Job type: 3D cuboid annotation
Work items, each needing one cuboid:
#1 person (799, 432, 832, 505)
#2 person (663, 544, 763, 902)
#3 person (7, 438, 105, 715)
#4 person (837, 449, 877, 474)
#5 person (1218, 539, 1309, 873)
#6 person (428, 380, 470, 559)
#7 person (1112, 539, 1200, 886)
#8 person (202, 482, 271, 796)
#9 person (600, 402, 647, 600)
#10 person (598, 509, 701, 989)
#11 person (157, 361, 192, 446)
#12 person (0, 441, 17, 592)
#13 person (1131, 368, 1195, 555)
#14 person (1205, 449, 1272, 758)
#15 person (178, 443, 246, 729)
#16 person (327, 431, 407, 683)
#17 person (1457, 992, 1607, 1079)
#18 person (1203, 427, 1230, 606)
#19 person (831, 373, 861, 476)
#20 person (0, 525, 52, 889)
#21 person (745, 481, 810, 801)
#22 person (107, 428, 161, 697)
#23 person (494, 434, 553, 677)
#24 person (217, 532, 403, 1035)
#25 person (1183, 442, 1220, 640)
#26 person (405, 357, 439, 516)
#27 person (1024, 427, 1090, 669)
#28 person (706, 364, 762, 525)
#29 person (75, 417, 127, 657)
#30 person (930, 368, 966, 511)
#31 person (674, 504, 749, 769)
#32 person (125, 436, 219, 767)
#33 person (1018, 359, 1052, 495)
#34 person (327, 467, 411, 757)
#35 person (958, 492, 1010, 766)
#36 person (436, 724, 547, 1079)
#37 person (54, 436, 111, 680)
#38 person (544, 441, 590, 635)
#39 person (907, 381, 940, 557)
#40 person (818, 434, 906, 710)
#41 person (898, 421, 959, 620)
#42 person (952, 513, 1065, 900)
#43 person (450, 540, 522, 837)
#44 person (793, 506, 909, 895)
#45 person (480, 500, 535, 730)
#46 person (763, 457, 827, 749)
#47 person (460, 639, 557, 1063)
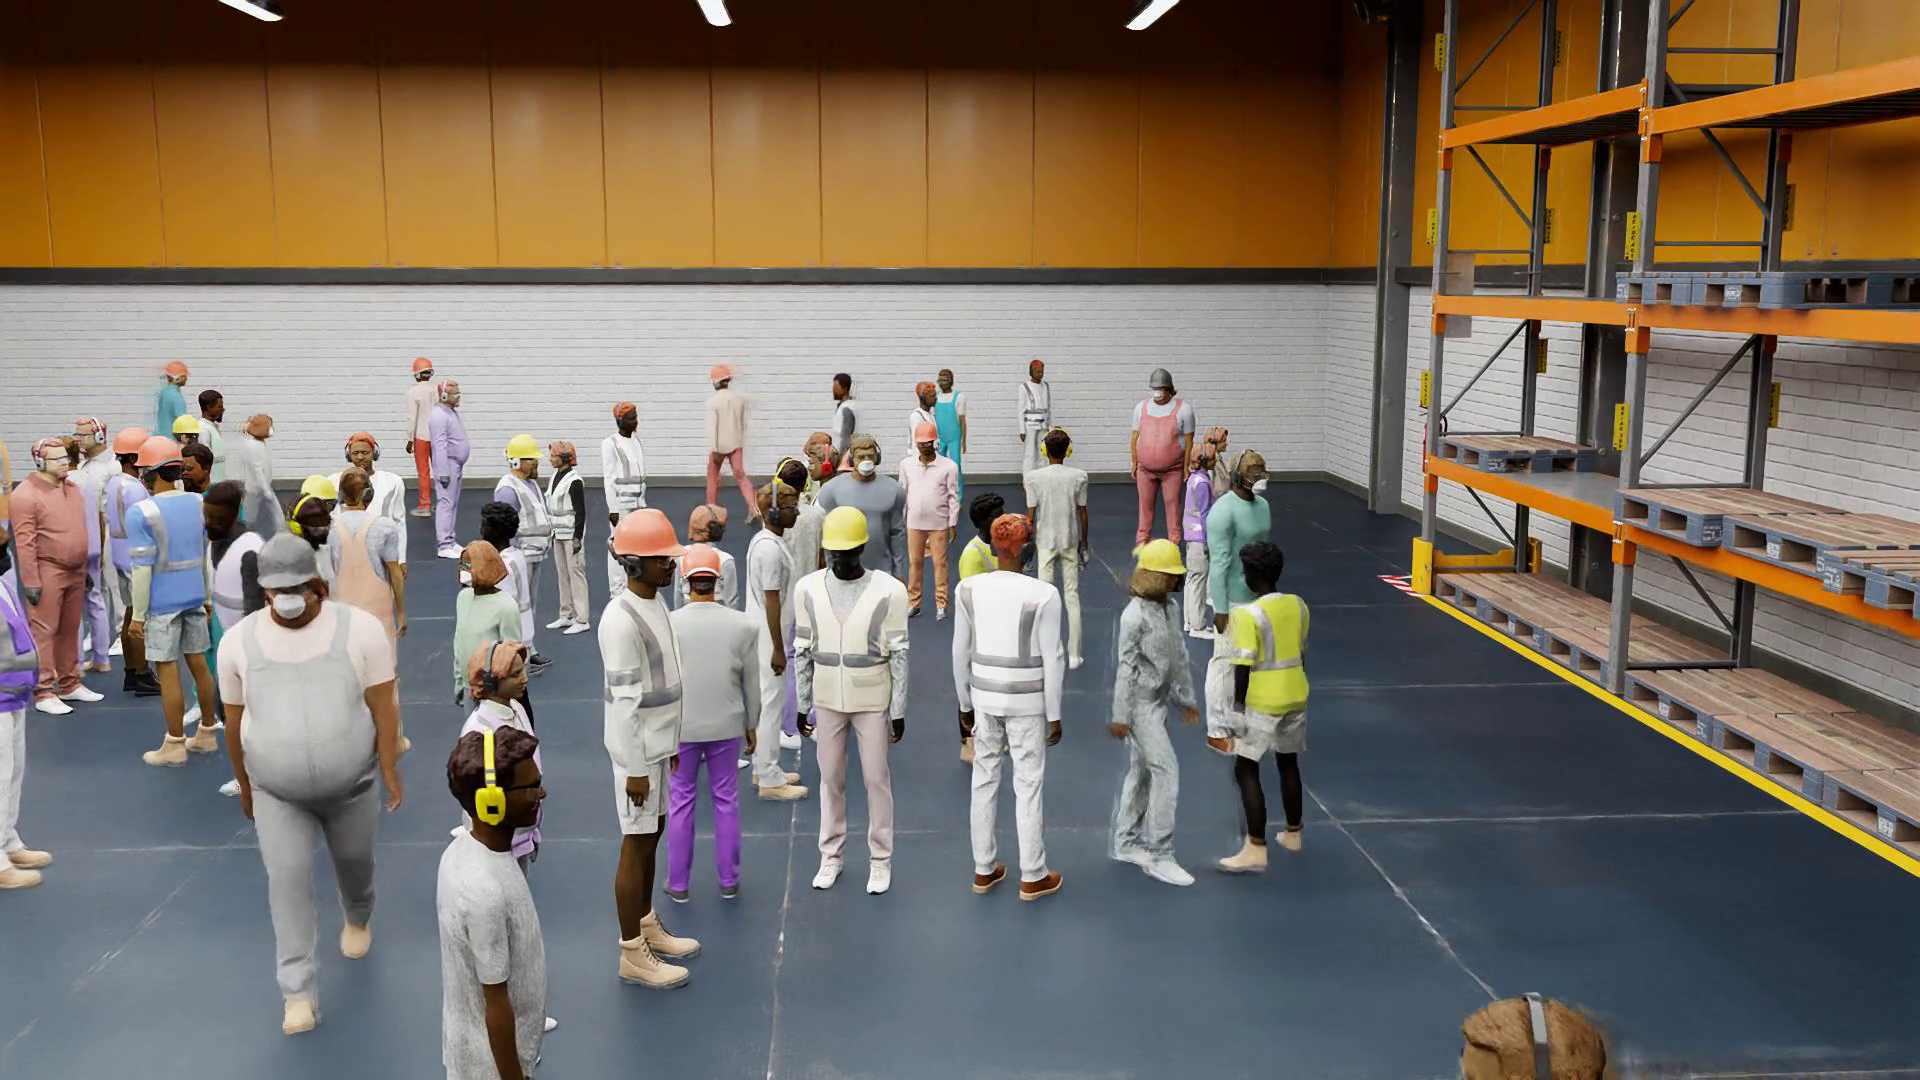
[{"bbox_3d":[-1.285,-0.166,15.011,0.278,1.628,0.506,6,11,31],"label":"person"},{"bbox_3d":[-1.243,0.884,8.062,0.577,1.737,0.355,-3,10,-19],"label":"person"},{"bbox_3d":[-6.268,0.238,11.580,0.399,1.910,0.643,1,9,7],"label":"person"},{"bbox_3d":[-0.754,0.192,12.344,0.327,1.753,0.563,-1,9,-3],"label":"person"},{"bbox_3d":[1.579,0.842,8.538,0.682,1.681,0.399,-8,12,-40],"label":"person"},{"bbox_3d":[-5.460,-0.762,17.861,0.401,1.907,0.646,-1,9,-5],"label":"person"},{"bbox_3d":[1.039,0.849,8.337,0.656,1.723,0.489,5,10,30],"label":"person"},{"bbox_3d":[-4.038,0.581,9.522,0.610,1.874,0.554,8,12,42],"label":"person"},{"bbox_3d":[-3.028,-0.314,15.128,0.355,1.883,0.574,3,10,19],"label":"person"},{"bbox_3d":[-1.327,0.878,7.137,0.372,2.044,0.607,0,9,1],"label":"person"},{"bbox_3d":[-9.603,-1.228,20.574,0.648,1.969,0.663,-8,12,-42],"label":"person"},{"bbox_3d":[-8.425,-0.231,14.461,0.371,1.929,0.584,-5,10,-28],"label":"person"},{"bbox_3d":[2.147,-0.829,17.862,0.688,2.000,0.536,4,10,21],"label":"person"},{"bbox_3d":[1.773,0.388,10.542,0.352,1.937,0.635,7,11,36],"label":"person"},{"bbox_3d":[-5.033,0.302,11.145,0.596,1.918,0.381,3,9,17],"label":"person"},{"bbox_3d":[-4.375,0.141,12.268,0.572,1.883,0.354,-3,10,-19],"label":"person"},{"bbox_3d":[1.097,1.667,2.904,0.719,1.827,0.502,3,9,15],"label":"person"},{"bbox_3d":[2.326,-0.221,15.299,0.309,1.641,0.512,3,9,17],"label":"person"},{"bbox_3d":[-1.341,-0.978,19.245,0.448,1.901,0.594,-2,9,-12],"label":"person"},{"bbox_3d":[-4.797,0.808,8.251,0.430,1.834,0.643,-3,9,-17],"label":"person"},{"bbox_3d":[-1.075,0.578,9.643,0.348,1.846,0.506,-2,9,-11],"label":"person"},{"bbox_3d":[-5.906,0.158,11.988,0.357,1.936,0.551,-8,12,-41],"label":"person"},{"bbox_3d":[-3.302,0.108,12.632,0.404,1.829,0.600,0,9,2],"label":"person"},{"bbox_3d":[-2.710,0.906,6.970,0.703,2.000,0.948,-3,10,-19],"label":"person"},{"bbox_3d":[2.013,0.004,13.890,0.307,1.641,0.514,0,9,-2],"label":"person"},{"bbox_3d":[-6.722,-1.299,20.958,0.382,1.995,0.612,6,11,32],"label":"person"},{"bbox_3d":[0.739,0.067,12.771,0.519,1.874,0.331,0,9,-3],"label":"person"},{"bbox_3d":[-2.803,-1.158,20.222,0.611,1.956,0.990,-8,12,-42],"label":"person"},{"bbox_3d":[-6.869,-0.028,13.259,0.640,1.909,0.409,4,10,23],"label":"person"},{"bbox_3d":[-0.161,-1.282,21.347,0.522,1.839,0.353,4,10,22],"label":"person"},{"bbox_3d":[-1.535,0.598,10.165,0.525,1.636,0.307,7,12,38],"label":"person"},{"bbox_3d":[-4.877,0.378,10.275,0.374,2.043,0.611,4,10,21],"label":"person"},{"bbox_3d":[1.036,-1.542,22.860,0.588,1.876,0.353,-8,12,-41],"label":"person"},{"bbox_3d":[-3.719,0.465,10.376,0.506,1.839,0.343,-1,9,-8],"label":"person"},{"bbox_3d":[0.149,0.543,10.320,0.322,1.696,0.536,3,10,19],"label":"person"},{"bbox_3d":[-1.191,1.401,4.396,0.328,1.872,0.510,-4,10,-23],"label":"person"},{"bbox_3d":[-6.632,0.133,12.485,0.359,1.835,0.515,3,10,19],"label":"person"},{"bbox_3d":[-3.326,-0.025,14.068,0.308,1.639,0.523,-7,11,-38],"label":"person"},{"bbox_3d":[-0.389,-0.772,18.001,0.358,1.882,0.574,2,9,13],"label":"person"},{"bbox_3d":[-0.670,0.230,11.532,0.627,1.940,0.375,-3,10,-19],"label":"person"},{"bbox_3d":[-0.290,-0.168,14.610,0.570,1.751,0.329,2,9,14],"label":"person"},{"bbox_3d":[0.241,0.807,8.090,0.575,1.882,0.359,5,10,28],"label":"person"},{"bbox_3d":[-2.520,0.809,8.853,0.498,1.634,0.280,7,11,36],"label":"person"},{"bbox_3d":[-0.539,0.780,8.150,0.586,1.920,0.397,2,9,14],"label":"person"},{"bbox_3d":[-2.700,0.610,9.905,0.316,1.695,0.541,-1,9,-8],"label":"person"},{"bbox_3d":[-1.073,0.403,10.661,0.328,1.873,0.519,9,13,44],"label":"person"},{"bbox_3d":[-1.765,1.191,6.434,0.307,1.641,0.514,0,9,-1],"label":"person"}]
